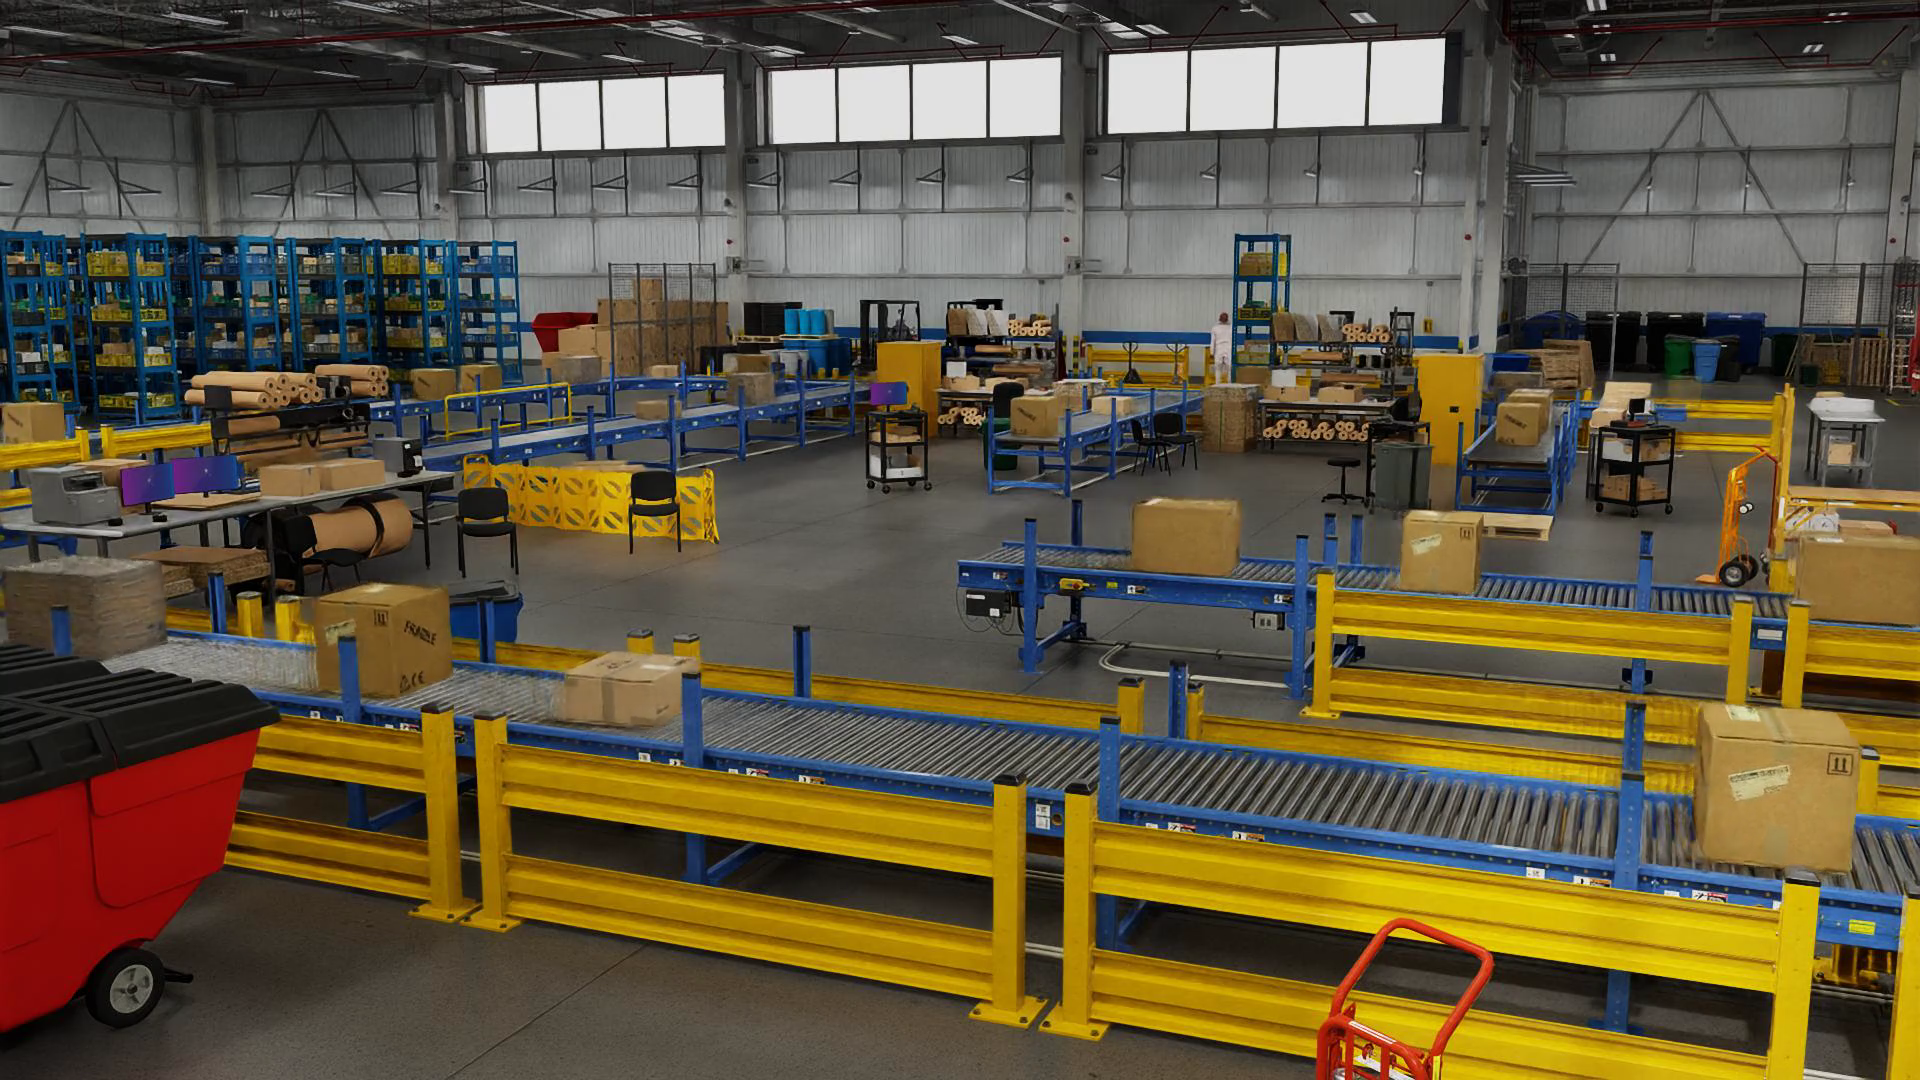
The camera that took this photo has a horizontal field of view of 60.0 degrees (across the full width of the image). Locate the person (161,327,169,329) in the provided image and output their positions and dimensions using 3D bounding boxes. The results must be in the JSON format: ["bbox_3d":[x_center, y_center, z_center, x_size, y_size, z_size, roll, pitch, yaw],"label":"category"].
[{"bbox_3d":[-17.703,-4.016,37.252,0.568,1.839,0.387,8,12,40],"label":"person"}]

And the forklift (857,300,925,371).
[{"bbox_3d":[-1.732,-5.109,42.468,1.157,1.987,2.680,4,10,22],"label":"forklift"}]

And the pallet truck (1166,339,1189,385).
[{"bbox_3d":[5.418,-4.269,40.420,0.704,1.261,1.522,3,10,20],"label":"pallet truck"}]

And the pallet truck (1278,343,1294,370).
[{"bbox_3d":[7.886,-4.163,39.743,0.653,1.274,1.630,4,10,22],"label":"pallet truck"}]

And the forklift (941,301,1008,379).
[{"bbox_3d":[0.365,-4.966,41.571,1.157,1.987,2.680,3,10,20],"label":"forklift"}]

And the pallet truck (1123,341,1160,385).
[{"bbox_3d":[4.445,-4.380,41.279,0.680,1.201,1.601,4,10,22],"label":"pallet truck"}]

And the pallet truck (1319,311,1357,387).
[{"bbox_3d":[9.071,-4.419,39.190,0.823,1.965,1.885,5,10,26],"label":"pallet truck"}]

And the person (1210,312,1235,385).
[{"bbox_3d":[6.343,-4.517,40.056,0.637,1.911,0.403,0,9,1],"label":"person"}]

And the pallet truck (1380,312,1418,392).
[{"bbox_3d":[10.207,-4.283,38.369,0.823,1.965,1.885,3,10,20],"label":"pallet truck"}]
